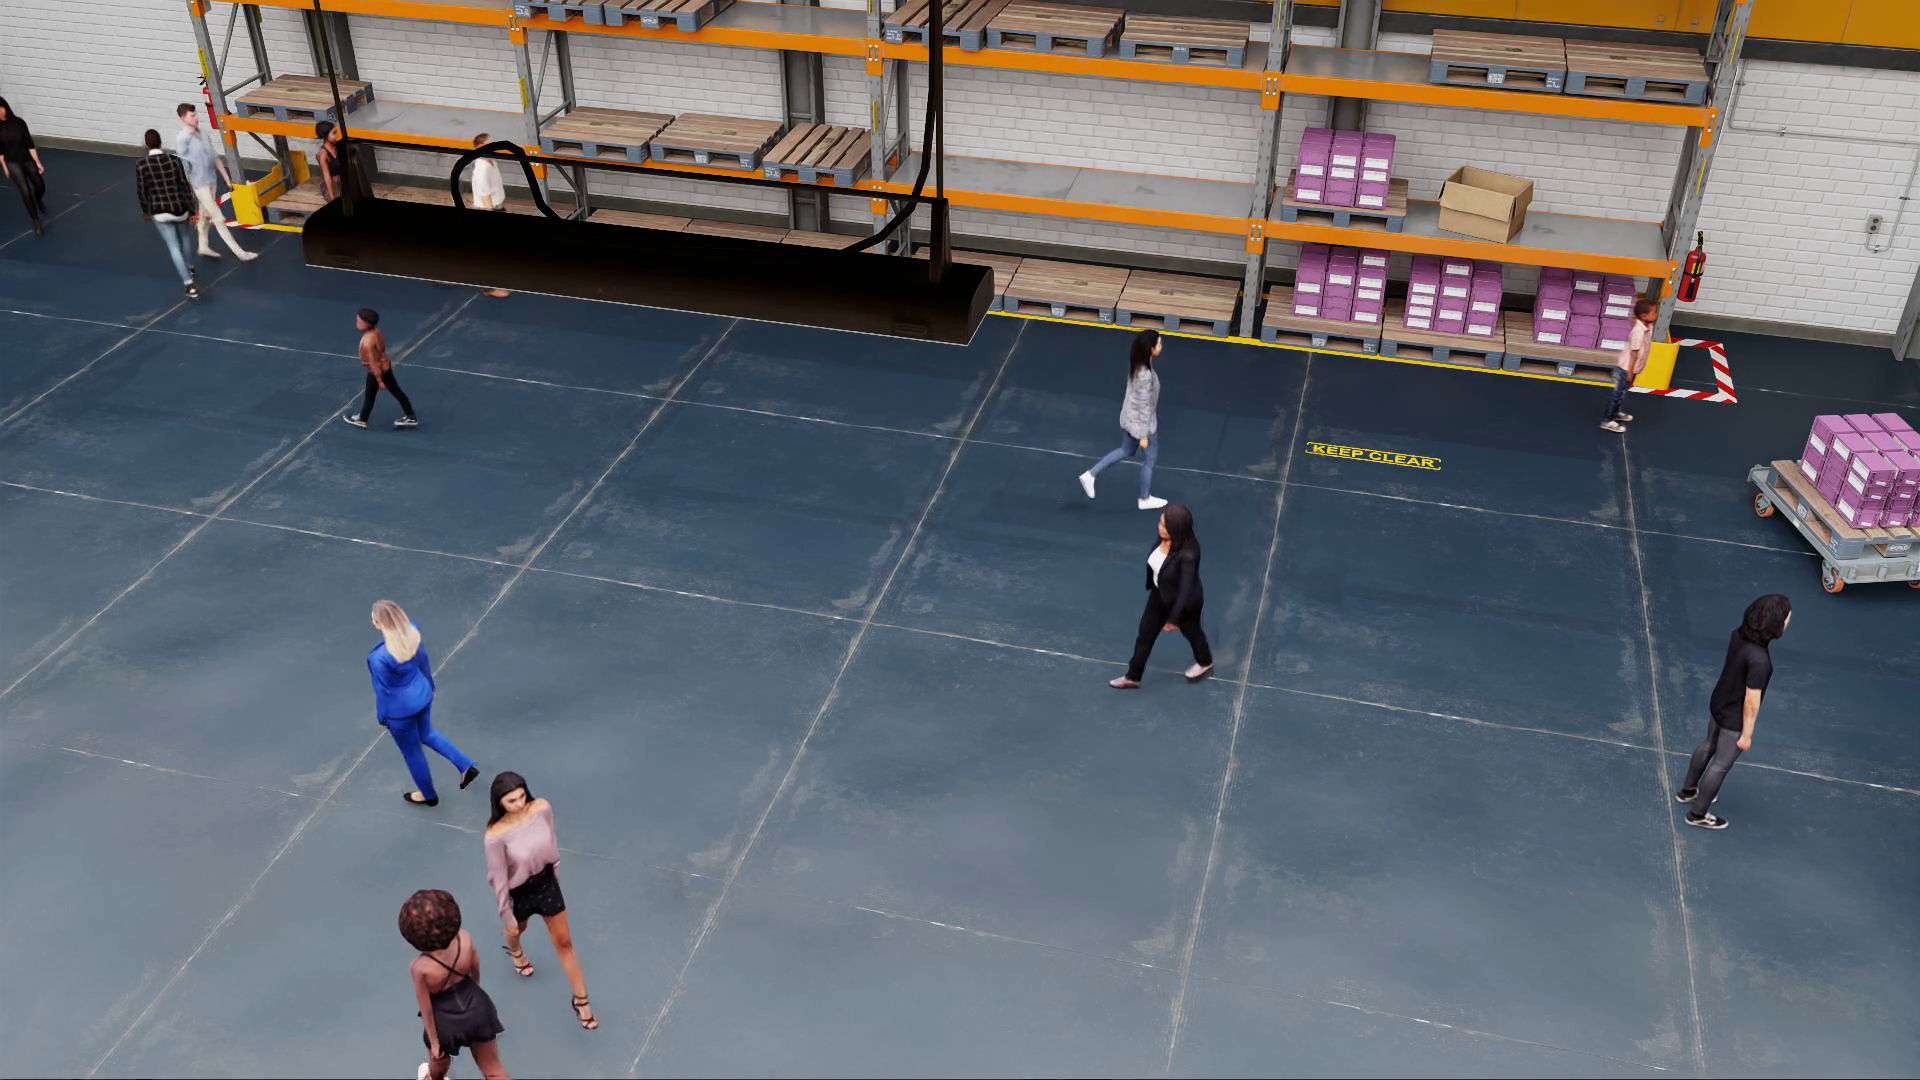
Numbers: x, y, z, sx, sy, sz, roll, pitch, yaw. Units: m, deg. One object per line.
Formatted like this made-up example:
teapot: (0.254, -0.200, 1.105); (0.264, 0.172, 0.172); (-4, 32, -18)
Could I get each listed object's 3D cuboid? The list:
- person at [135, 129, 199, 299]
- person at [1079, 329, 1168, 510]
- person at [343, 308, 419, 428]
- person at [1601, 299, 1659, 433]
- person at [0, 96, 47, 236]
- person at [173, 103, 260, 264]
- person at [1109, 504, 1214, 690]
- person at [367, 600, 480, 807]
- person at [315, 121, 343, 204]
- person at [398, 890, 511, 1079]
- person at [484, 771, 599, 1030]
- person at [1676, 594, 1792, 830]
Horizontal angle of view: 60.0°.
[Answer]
person: (-8.459, -3.458, 17.838); (1.143, 1.777, 1.250); (-20, 38, -27)
person: (1.436, -0.997, 14.197); (1.103, 1.710, 0.891); (-5, 34, -8)
person: (-5.355, -1.577, 15.516); (0.957, 1.215, 0.679); (0, 34, 0)
person: (6.255, -1.646, 15.539); (0.546, 1.304, 0.555); (19, 38, 26)
person: (-10.959, -4.409, 19.410); (0.884, 1.620, 0.965); (-20, 38, -27)
person: (-8.528, -3.978, 18.582); (1.080, 1.819, 0.645); (9, 35, 13)
person: (1.648, 0.425, 12.178); (1.169, 1.576, 1.100); (-16, 37, -23)
person: (-3.571, 1.125, 11.024); (0.767, 1.688, 0.621); (11, 35, 16)
person: (-7.005, -3.840, 18.492); (0.848, 1.689, 0.616); (6, 34, 8)
person: (-2.586, 2.597, 8.764); (1.178, 1.738, 0.922); (27, 42, 34)
person: (-2.552, 2.012, 9.628); (1.203, 1.755, 1.005); (29, 43, 36)
person: (5.072, 1.104, 10.928); (0.576, 1.828, 0.662); (3, 34, 4)
